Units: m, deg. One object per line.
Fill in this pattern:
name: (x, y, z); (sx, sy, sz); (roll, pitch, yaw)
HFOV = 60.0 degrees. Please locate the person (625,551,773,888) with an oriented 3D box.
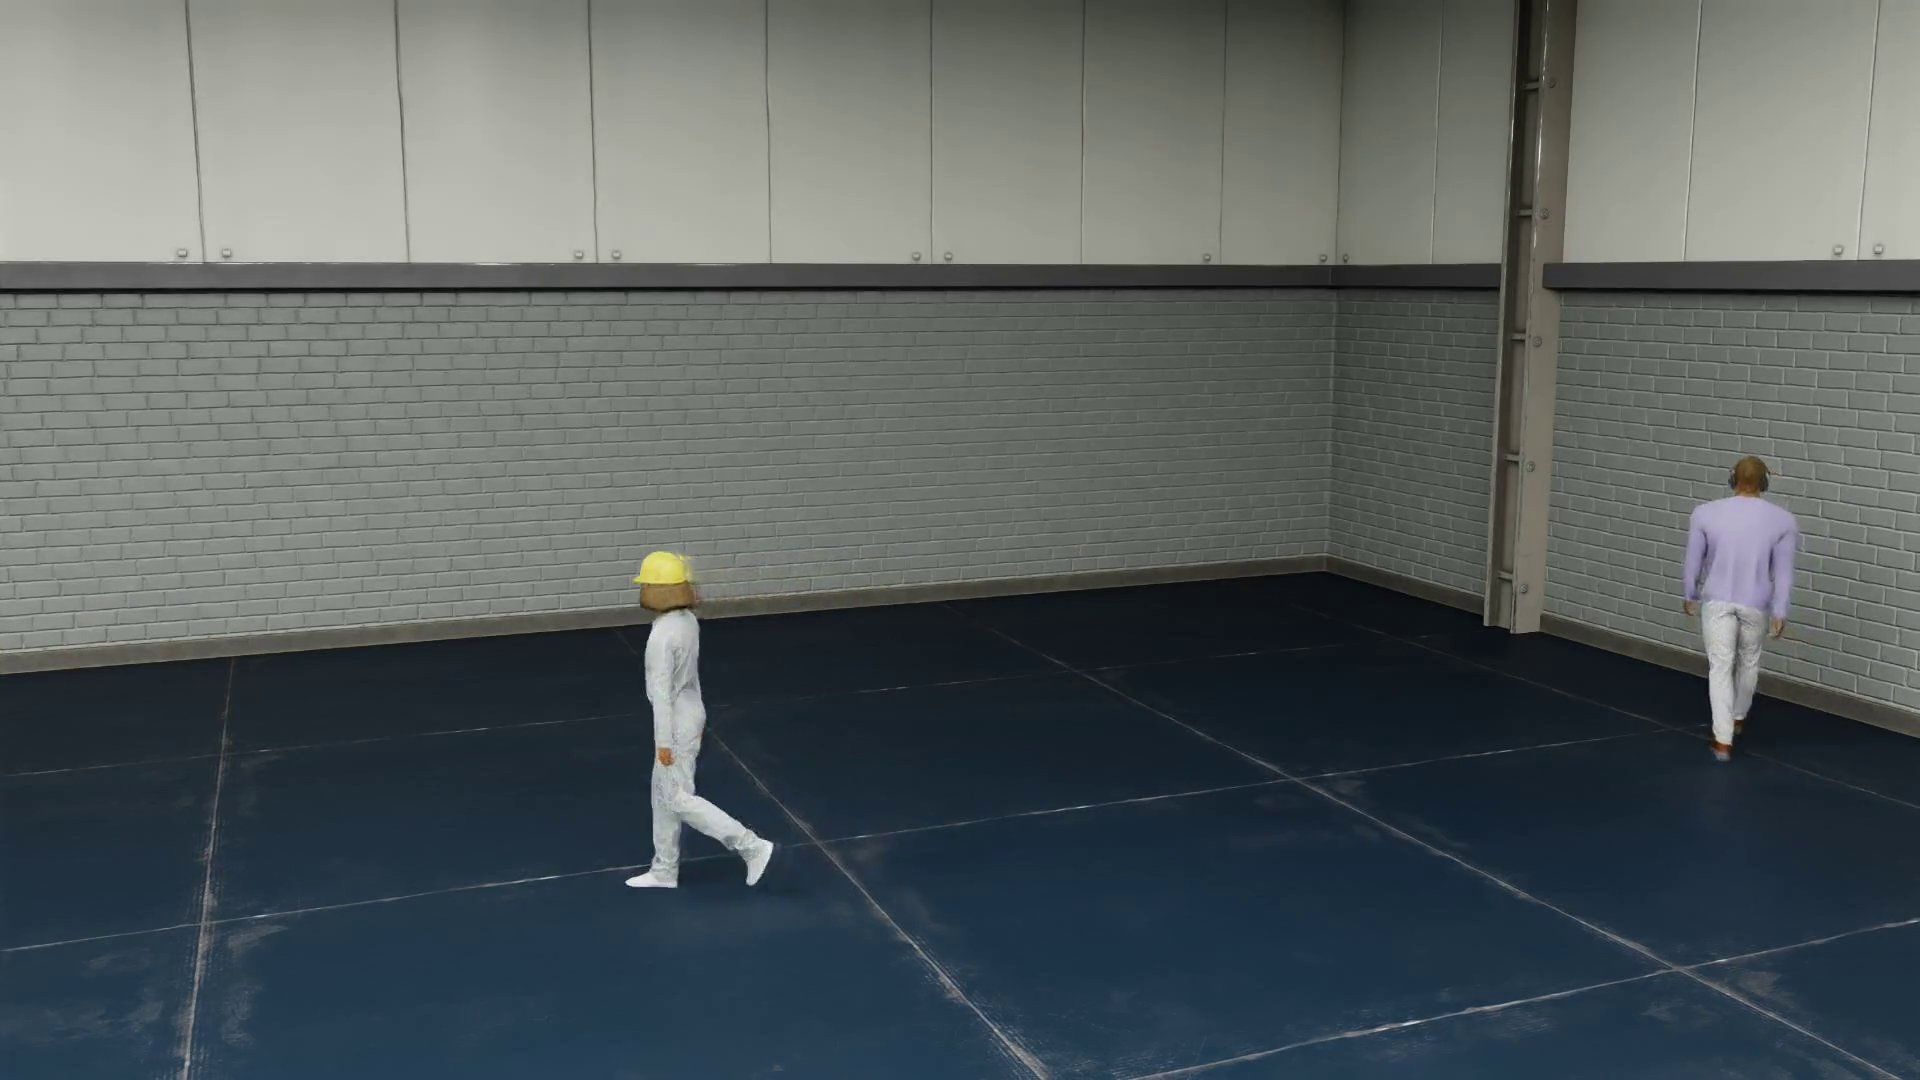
person: (-1.286, 0.903, 8.086); (0.707, 1.723, 0.498); (1, 9, 6)

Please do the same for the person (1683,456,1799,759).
person: (4.993, 0.399, 10.719); (0.637, 1.880, 1.030); (3, 10, 19)
